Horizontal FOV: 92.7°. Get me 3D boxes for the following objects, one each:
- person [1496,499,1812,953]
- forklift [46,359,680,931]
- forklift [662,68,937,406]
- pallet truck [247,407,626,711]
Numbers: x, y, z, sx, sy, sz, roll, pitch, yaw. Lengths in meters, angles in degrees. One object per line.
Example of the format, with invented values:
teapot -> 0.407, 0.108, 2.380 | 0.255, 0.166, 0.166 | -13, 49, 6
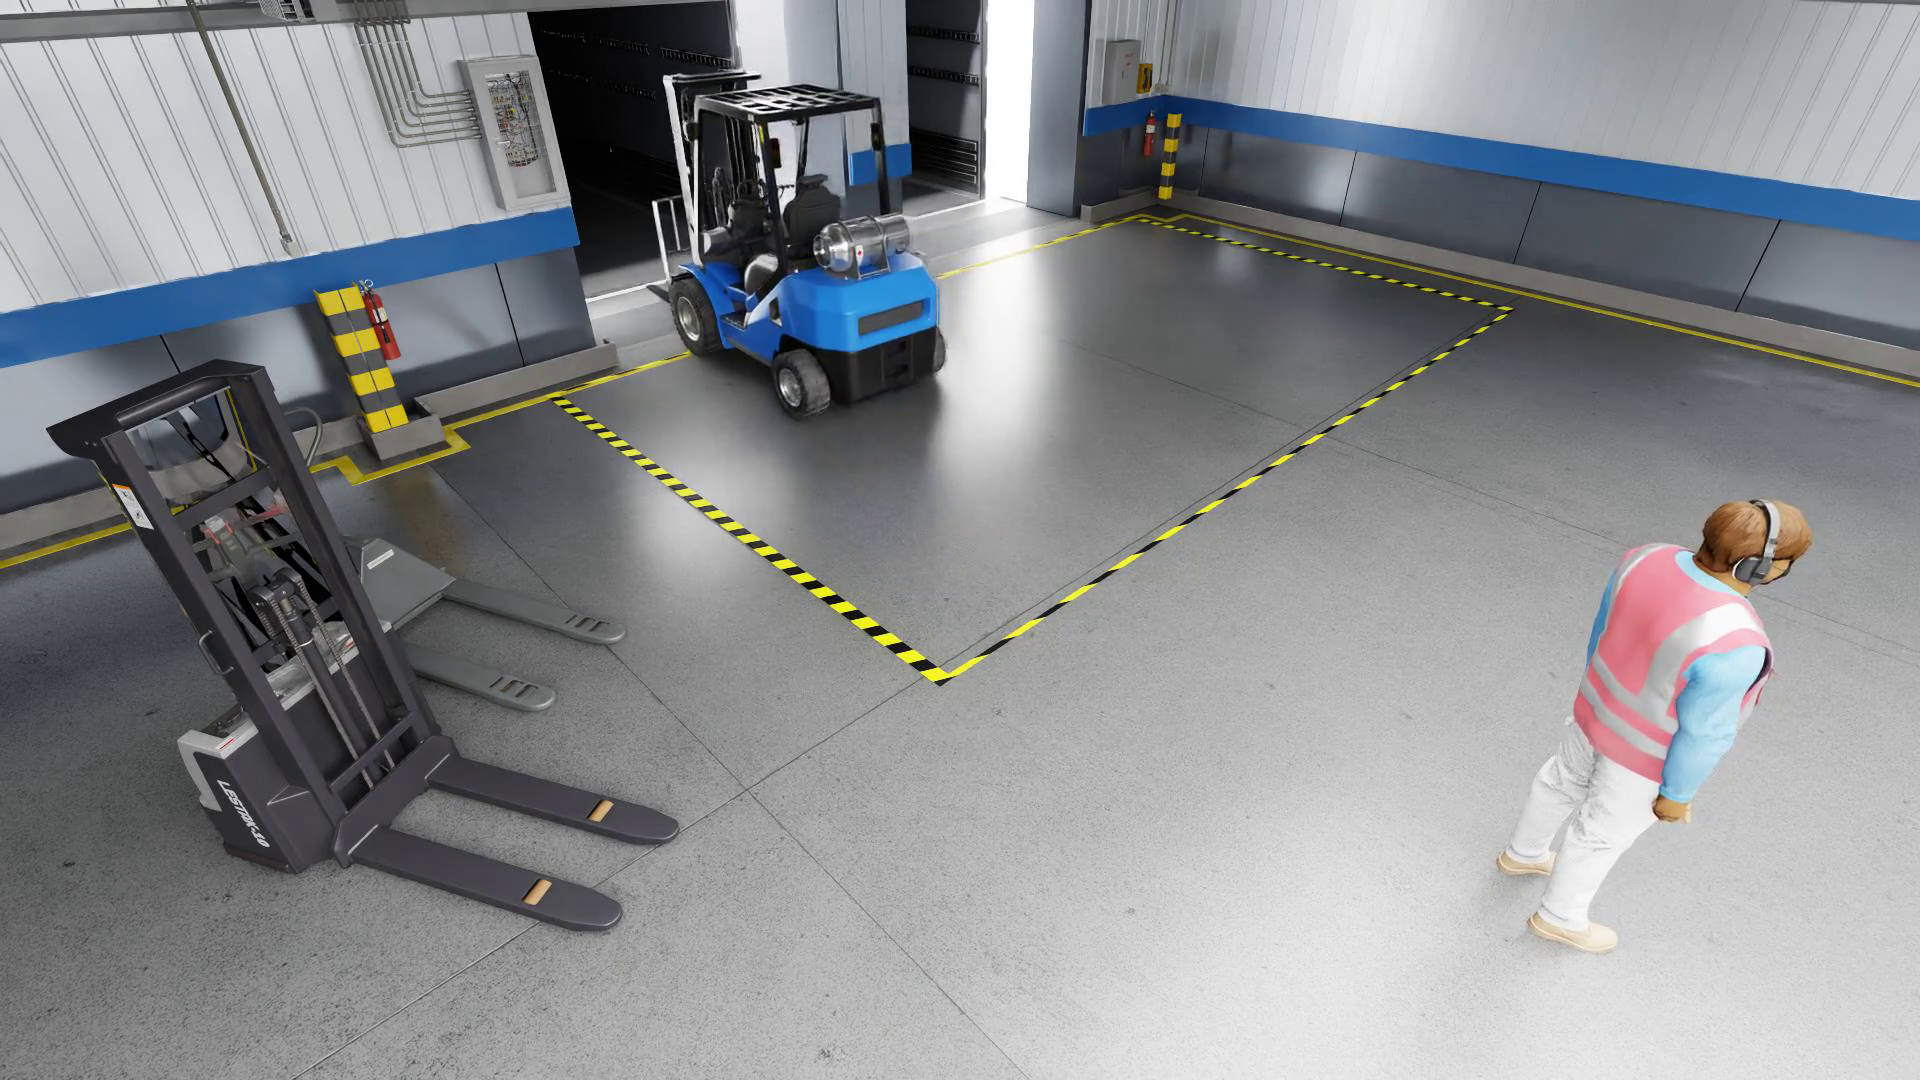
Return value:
person -> 2.330, 0.663, 3.137 | 0.431, 1.845, 0.618 | 3, 34, 5
forklift -> -2.135, 0.422, 3.354 | 1.885, 1.965, 0.823 | 10, 35, 14
forklift -> -1.352, -2.507, 7.340 | 1.157, 2.036, 2.680 | -26, 42, -33
pallet truck -> -2.628, 0.038, 4.590 | 1.601, 1.201, 0.680 | 12, 36, 18
